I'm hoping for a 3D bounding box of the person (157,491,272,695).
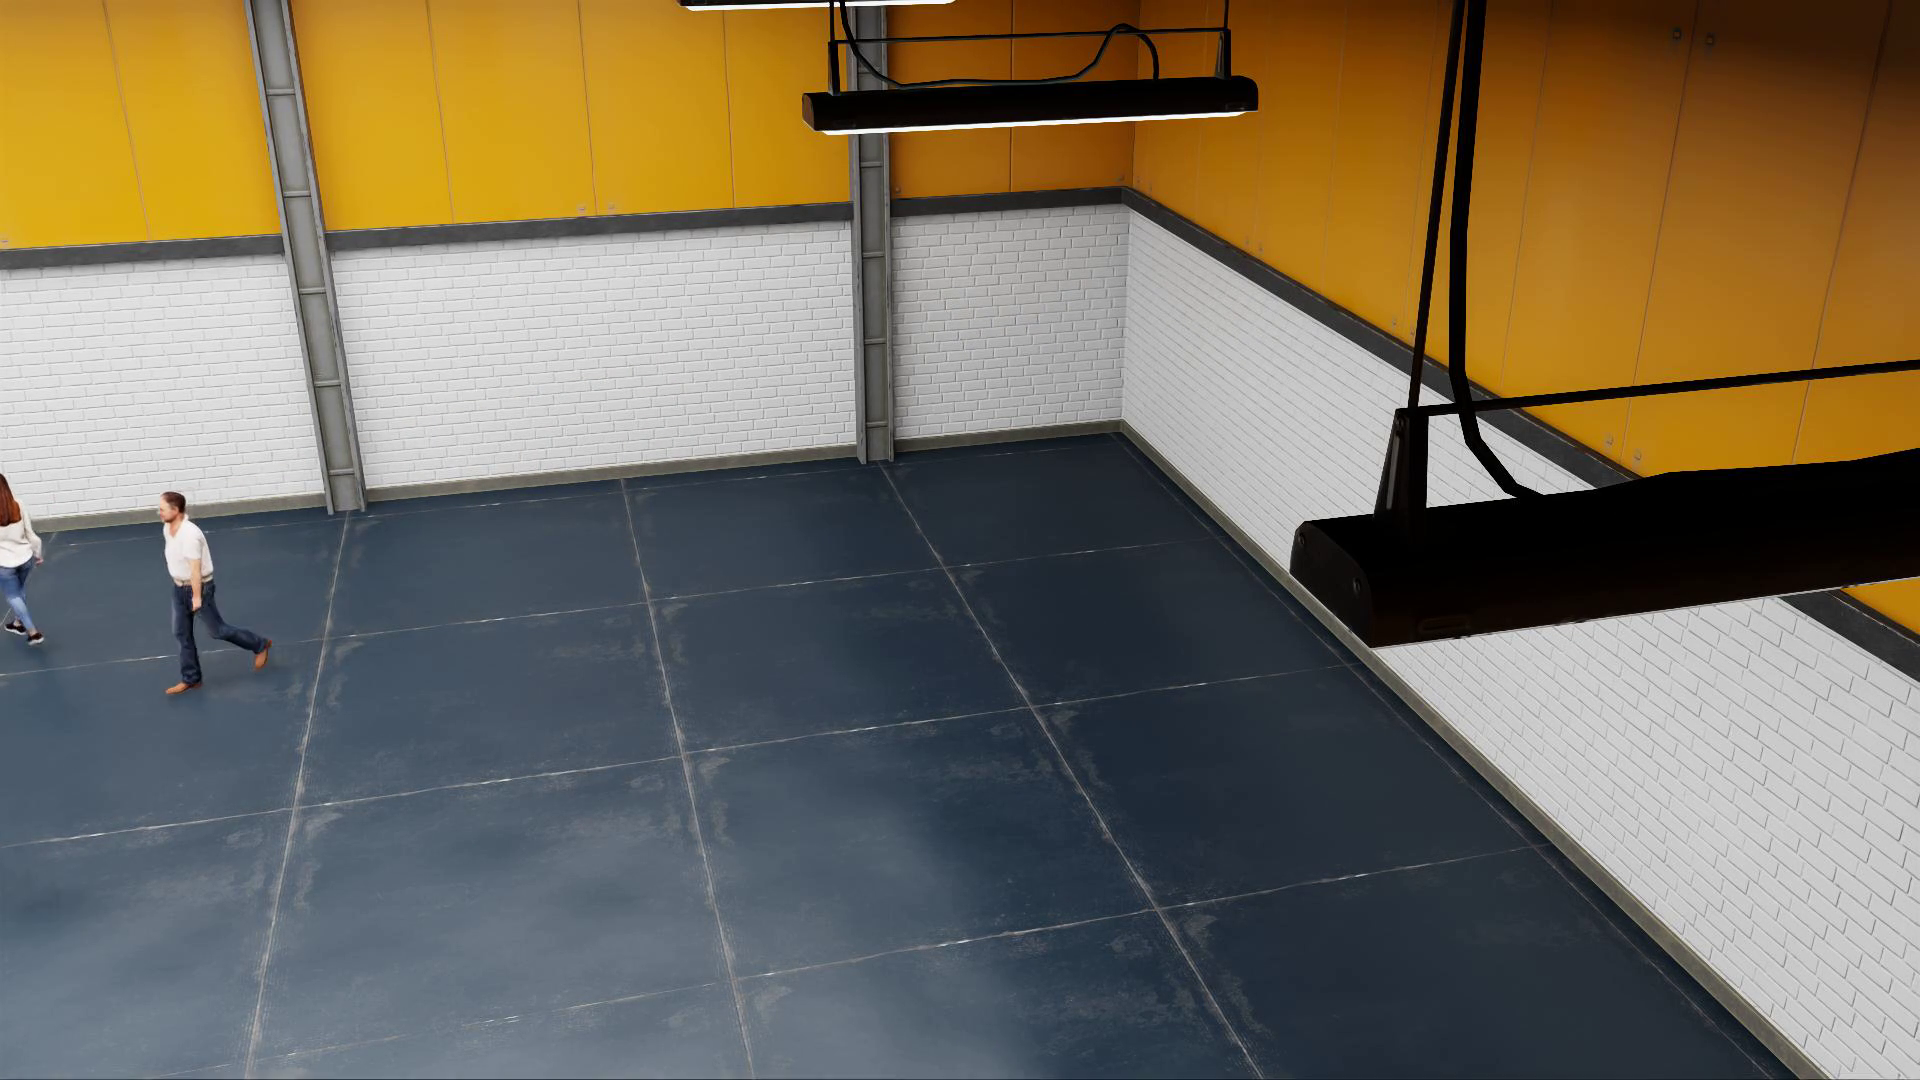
[{"bbox_3d":[-6.532,0.424,14.422,1.096,1.826,1.258,19,30,37],"label":"person"}]

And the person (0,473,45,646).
[{"bbox_3d":[-8.582,0.223,15.101,1.036,1.650,1.010,18,29,35],"label":"person"}]
